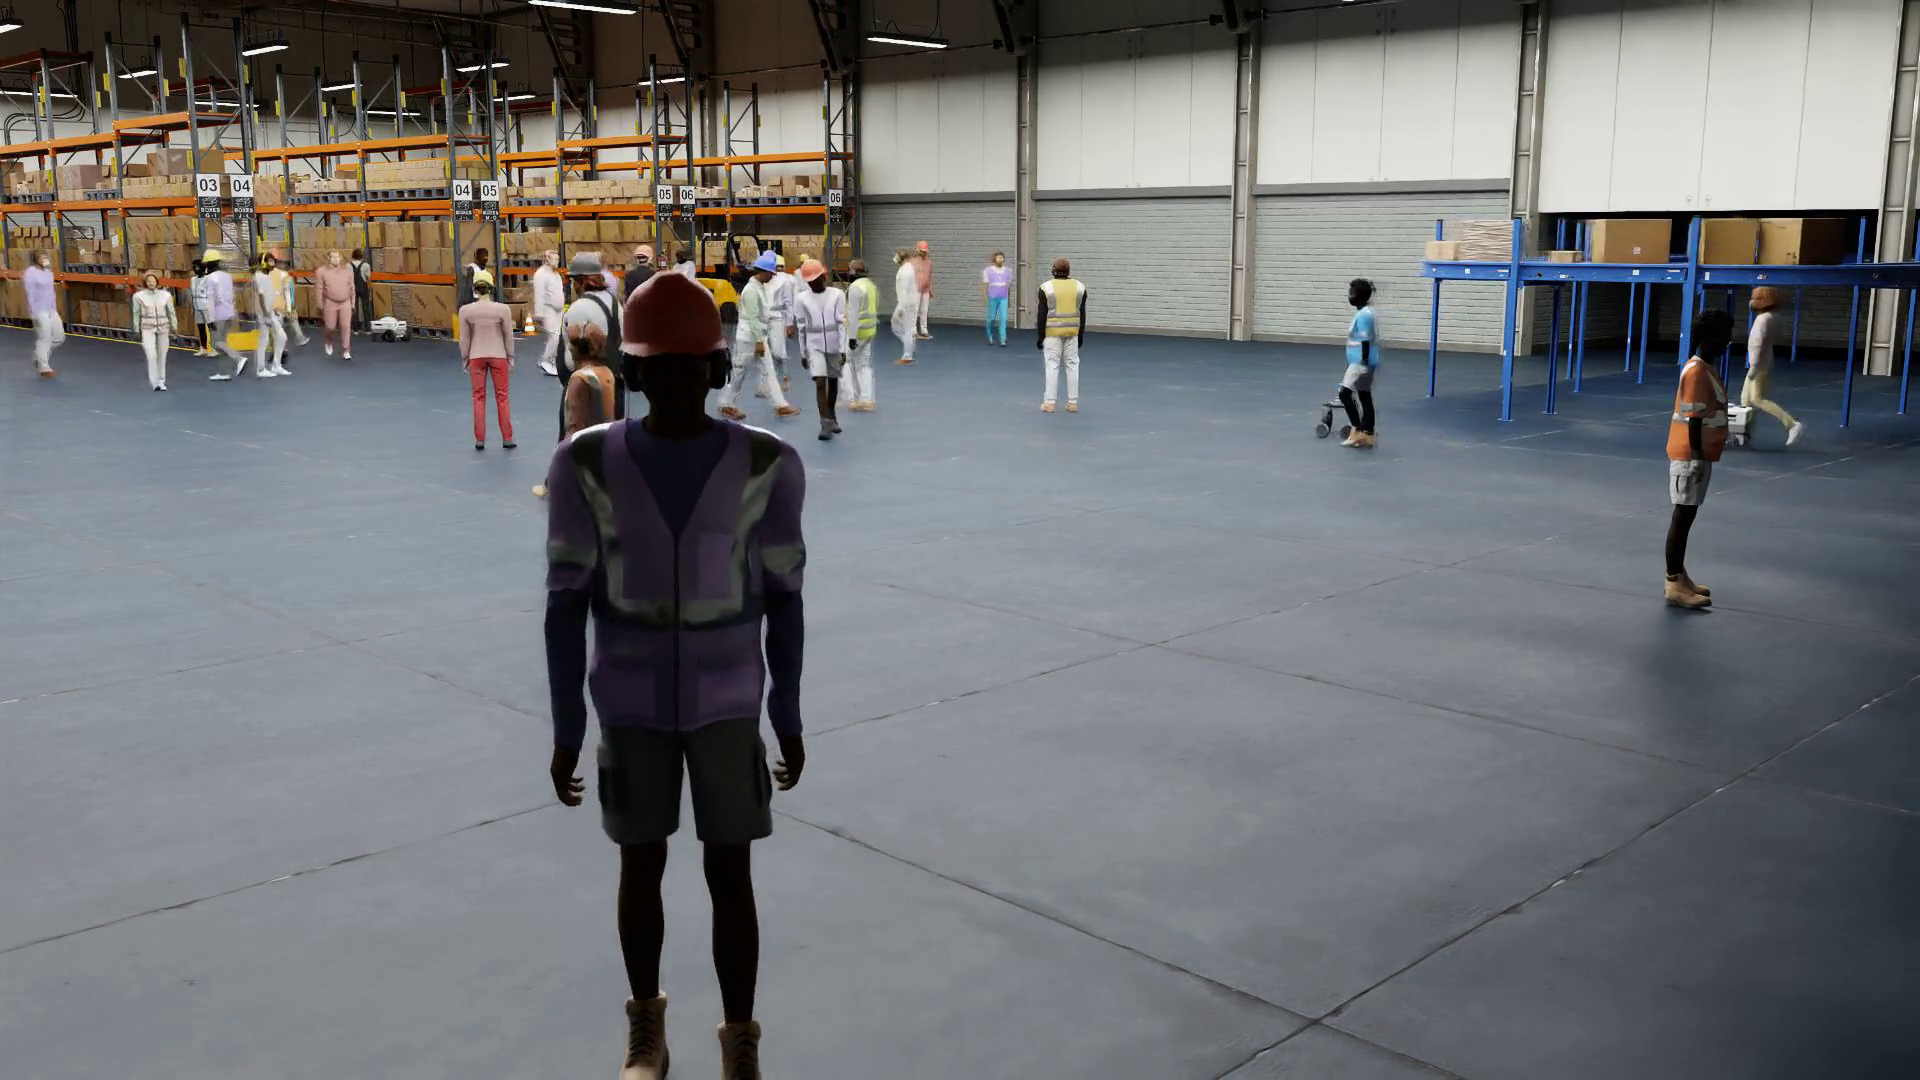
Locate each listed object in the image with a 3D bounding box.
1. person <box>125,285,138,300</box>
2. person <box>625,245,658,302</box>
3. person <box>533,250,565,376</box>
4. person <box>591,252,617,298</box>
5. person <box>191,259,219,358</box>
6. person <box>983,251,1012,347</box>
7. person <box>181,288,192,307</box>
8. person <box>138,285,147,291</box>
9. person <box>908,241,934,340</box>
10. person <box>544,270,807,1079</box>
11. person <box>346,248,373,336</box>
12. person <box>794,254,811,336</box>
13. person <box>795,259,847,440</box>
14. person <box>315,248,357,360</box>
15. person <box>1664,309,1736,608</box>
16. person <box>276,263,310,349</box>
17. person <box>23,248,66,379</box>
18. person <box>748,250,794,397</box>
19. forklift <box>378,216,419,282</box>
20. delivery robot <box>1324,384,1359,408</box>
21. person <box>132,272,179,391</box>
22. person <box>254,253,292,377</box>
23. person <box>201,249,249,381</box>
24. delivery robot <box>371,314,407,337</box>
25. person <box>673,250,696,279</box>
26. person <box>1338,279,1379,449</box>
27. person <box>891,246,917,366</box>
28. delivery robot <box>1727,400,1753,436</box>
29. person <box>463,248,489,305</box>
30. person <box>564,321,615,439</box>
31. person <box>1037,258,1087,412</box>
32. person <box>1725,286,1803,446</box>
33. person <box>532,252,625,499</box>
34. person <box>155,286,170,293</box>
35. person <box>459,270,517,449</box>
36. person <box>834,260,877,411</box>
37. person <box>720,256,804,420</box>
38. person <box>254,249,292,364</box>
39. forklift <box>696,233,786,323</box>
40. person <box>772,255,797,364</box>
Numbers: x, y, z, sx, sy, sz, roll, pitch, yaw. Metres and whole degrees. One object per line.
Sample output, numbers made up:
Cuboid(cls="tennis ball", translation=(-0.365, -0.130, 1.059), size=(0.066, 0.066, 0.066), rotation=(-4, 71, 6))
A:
Cuboid(cls="person", translation=(-22.586, -7.109, 45.196), size=(0.642, 1.890, 0.662), rotation=(-7, 12, -33))
Cuboid(cls="person", translation=(-4.326, -3.110, 23.166), size=(0.637, 1.963, 0.762), rotation=(4, 11, 23))
Cuboid(cls="person", translation=(-6.123, -3.406, 25.008), size=(0.439, 1.890, 0.677), rotation=(2, 11, 13))
Cuboid(cls="person", translation=(-5.015, -3.013, 22.923), size=(0.794, 1.874, 0.653), rotation=(0, 10, -1))
Cuboid(cls="person", translation=(-13.153, -4.027, 28.923), size=(0.537, 1.695, 0.320), rotation=(5, 11, 23))
Cuboid(cls="person", translation=(0.715, -4.650, 31.991), size=(0.571, 1.823, 0.801), rotation=(-2, 11, -12))
Cuboid(cls="person", translation=(-18.210, -5.991, 39.352), size=(0.834, 1.803, 0.599), rotation=(8, 13, 39))
Cuboid(cls="person", translation=(-20.736, -6.645, 42.555), size=(0.371, 1.935, 0.627), rotation=(9, 14, 41))
Cuboid(cls="person", translation=(-0.794, -5.107, 34.016), size=(0.608, 1.989, 0.386), rotation=(-9, 14, -40))
Cuboid(cls="person", translation=(-0.662, 0.388, 3.949), size=(0.612, 2.044, 0.418), rotation=(-1, 10, -8))
Cuboid(cls="person", translation=(-12.650, -5.219, 35.022), size=(0.517, 1.842, 0.327), rotation=(-3, 11, -14))
Cuboid(cls="person", translation=(-3.184, -5.019, 34.254), size=(0.489, 1.730, 0.402), rotation=(-5, 12, -26))
Cuboid(cls="person", translation=(-1.462, -2.030, 17.585), size=(0.552, 1.868, 0.977), rotation=(-1, 10, -8))
Cuboid(cls="person", translation=(-10.711, -4.058, 28.583), size=(0.649, 1.892, 0.594), rotation=(-6, 12, -31))
Cuboid(cls="person", translation=(4.237, -0.475, 9.569), size=(0.320, 1.692, 0.531), rotation=(5, 12, 25))
Cuboid(cls="person", translation=(-12.613, -4.389, 31.166), size=(0.525, 1.583, 0.870), rotation=(2, 11, 13))
Cuboid(cls="person", translation=(-13.563, -3.354, 24.639), size=(0.432, 1.921, 0.643), rotation=(0, 10, 2))
Cuboid(cls="person", translation=(-2.534, -2.843, 21.884), size=(0.691, 1.919, 0.471), rotation=(4, 11, 20))
Cuboid(cls="forklift", translation=(-17.868, -9.201, 54.028), size=(1.873, 2.768, 1.129), rotation=(-10, 14, -44))
Cuboid(cls="delivery robot", translation=(4.078, -1.546, 17.664), size=(0.335, 0.223, 0.698), rotation=(4, 11, 22))
Cuboid(cls="person", translation=(-10.866, -2.807, 22.531), size=(0.518, 1.606, 0.801), rotation=(-9, 13, -39))
Cuboid(cls="person", translation=(-10.310, -3.366, 24.913), size=(0.640, 1.845, 0.563), rotation=(0, 10, 0))
Cuboid(cls="person", translation=(-10.732, -3.275, 24.265), size=(0.609, 1.905, 0.590), rotation=(2, 11, 9))
Cuboid(cls="delivery robot", translation=(-11.449, -4.289, 33.333), size=(0.707, 0.478, 0.477), rotation=(5, 12, 27))
Cuboid(cls="person", translation=(-5.989, -5.415, 36.253), size=(0.635, 1.799, 0.950), rotation=(6, 12, 31))
Cuboid(cls="person", translation=(3.936, -1.739, 16.488), size=(0.479, 1.679, 0.544), rotation=(3, 11, 14))
Cuboid(cls="person", translation=(-0.934, -3.797, 27.050), size=(0.439, 1.925, 0.657), rotation=(0, 10, 0))
Cuboid(cls="delivery robot", translation=(7.579, -1.243, 16.722), size=(0.707, 0.478, 0.477), rotation=(5, 12, 27))
Cuboid(cls="person", translation=(-8.717, -4.344, 30.152), size=(0.631, 1.877, 0.673), rotation=(1, 10, 5))
Cuboid(cls="person", translation=(-2.088, -0.467, 9.712), size=(0.658, 1.616, 0.523), rotation=(1, 10, 6))
Cuboid(cls="person", translation=(1.205, -2.460, 20.082), size=(0.637, 1.841, 0.477), rotation=(-4, 11, -18))
Cuboid(cls="person", translation=(8.019, -1.714, 16.524), size=(0.655, 1.615, 0.499), rotation=(5, 11, 24))
Cuboid(cls="person", translation=(-2.939, -1.317, 13.325), size=(0.992, 2.000, 0.692), rotation=(4, 11, 22))
Cuboid(cls="person", translation=(-19.033, -6.036, 39.499), size=(0.594, 1.827, 0.985), rotation=(-9, 14, -41))
Cuboid(cls="person", translation=(-4.691, -1.789, 16.540), size=(0.523, 1.766, 0.329), rotation=(-1, 10, -8))
Cuboid(cls="person", translation=(-1.316, -2.471, 20.119), size=(0.611, 1.818, 0.659), rotation=(3, 11, 17))
Cuboid(cls="person", translation=(-2.326, -2.310, 19.084), size=(0.999, 1.870, 0.623), rotation=(2, 11, 12))
Cuboid(cls="person", translation=(-11.330, -3.849, 27.484), size=(0.559, 1.884, 0.919), rotation=(-7, 13, -34))
Cuboid(cls="forklift", translation=(-5.496, -6.489, 41.108), size=(2.313, 2.155, 1.214), rotation=(-10, 14, -44))
Cuboid(cls="person", translation=(-2.970, -3.773, 27.306), size=(0.609, 1.789, 0.921), rotation=(-5, 11, -25))
